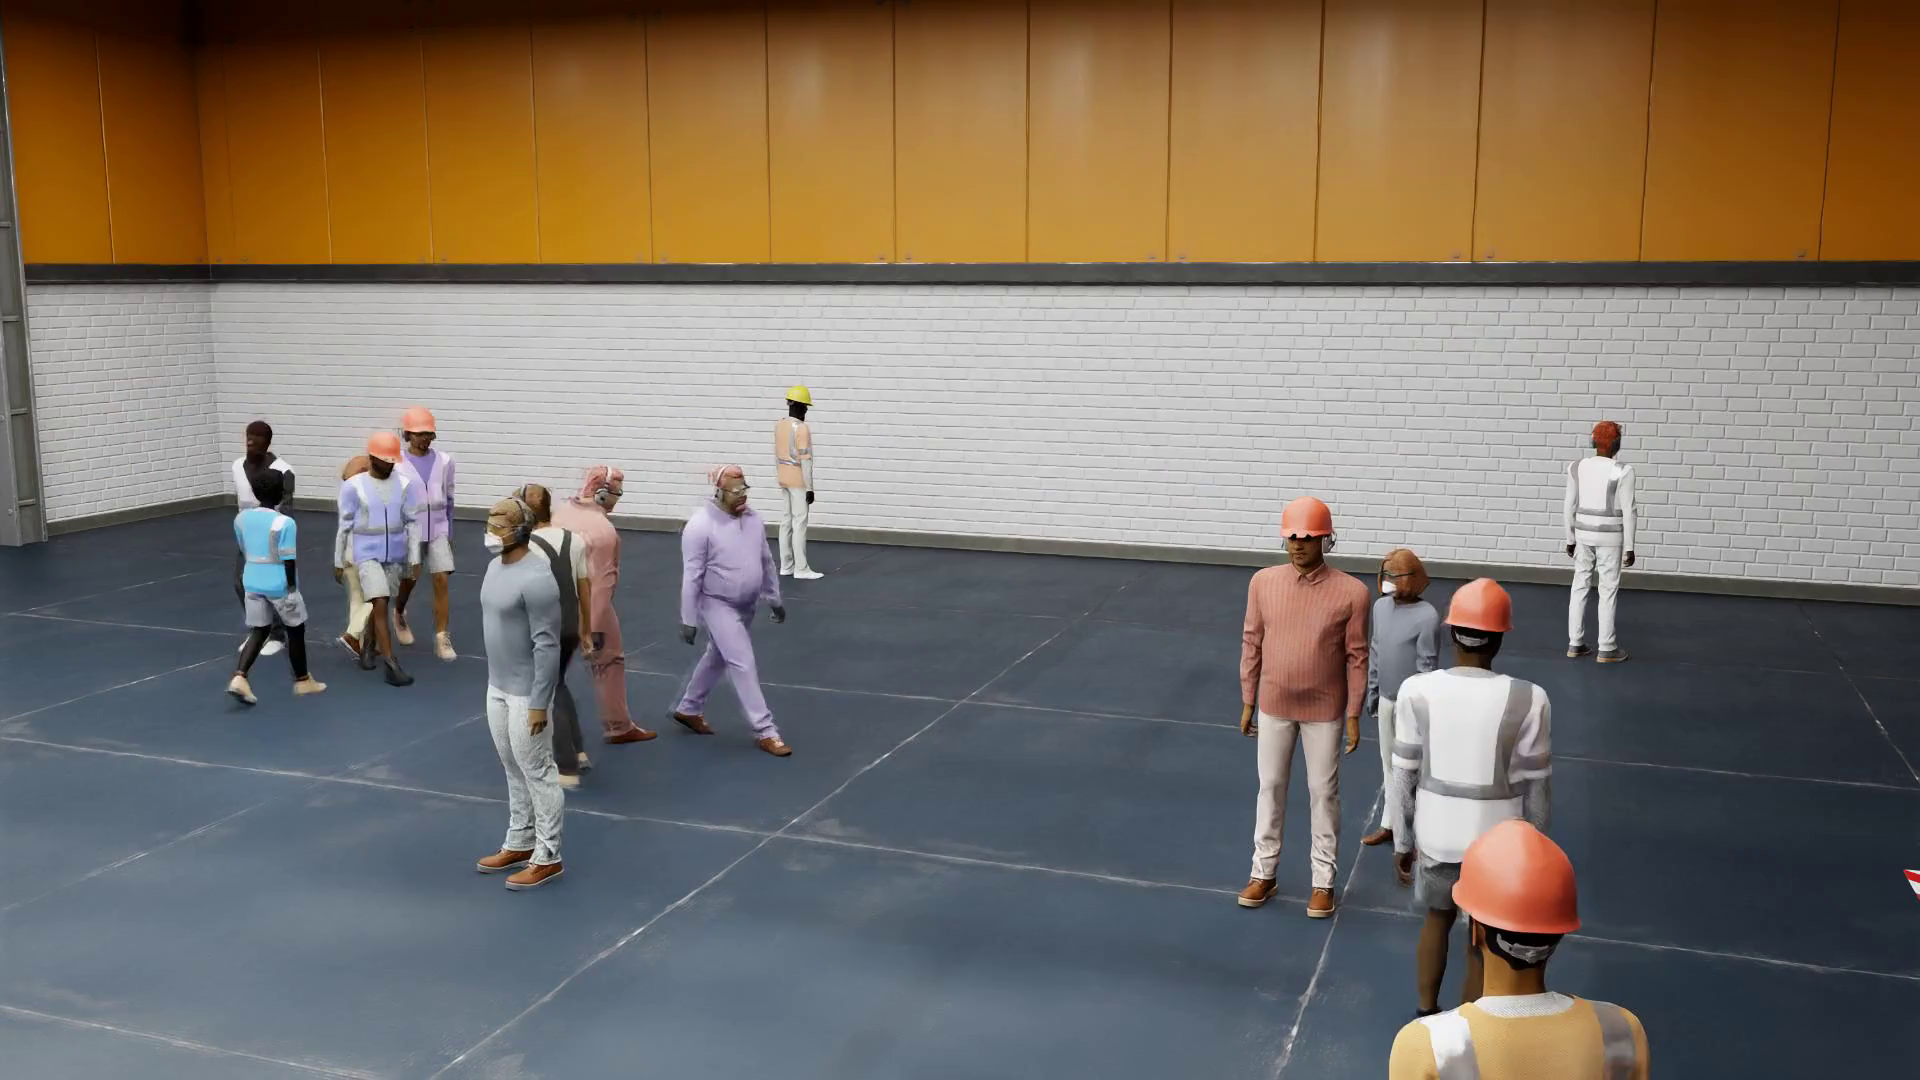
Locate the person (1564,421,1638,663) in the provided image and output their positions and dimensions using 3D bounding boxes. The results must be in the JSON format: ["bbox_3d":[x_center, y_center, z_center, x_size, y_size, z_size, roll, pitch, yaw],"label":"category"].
[{"bbox_3d":[4.998,0.012,12.980,0.346,1.882,0.584,-7,12,-38],"label":"person"}]

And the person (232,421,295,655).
[{"bbox_3d":[-5.463,-0.005,13.113,0.622,1.879,0.456,2,9,15],"label":"person"}]

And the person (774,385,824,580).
[{"bbox_3d":[-1.612,-0.568,16.466,0.373,1.920,0.585,-7,11,-36],"label":"person"}]

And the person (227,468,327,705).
[{"bbox_3d":[-4.835,0.326,11.667,0.538,1.673,0.713,3,10,20],"label":"person"}]

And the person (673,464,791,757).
[{"bbox_3d":[-1.488,0.416,10.620,0.999,1.851,0.732,6,11,33],"label":"person"}]

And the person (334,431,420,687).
[{"bbox_3d":[-4.360,0.107,12.431,0.584,1.879,0.984,-8,12,-42],"label":"person"}]

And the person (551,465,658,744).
[{"bbox_3d":[-2.377,0.451,10.399,0.635,1.844,0.970,8,12,41],"label":"person"}]

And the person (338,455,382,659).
[{"bbox_3d":[-4.690,0.148,12.974,0.496,1.616,0.405,7,11,37],"label":"person"}]

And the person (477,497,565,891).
[{"bbox_3d":[-2.186,0.748,8.242,0.368,1.940,0.633,-7,12,-39],"label":"person"}]

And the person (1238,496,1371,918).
[{"bbox_3d":[1.612,0.781,7.865,0.608,1.995,0.377,4,10,25],"label":"person"}]

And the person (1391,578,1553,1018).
[{"bbox_3d":[1.885,1.098,6.150,0.559,1.921,0.450,5,11,31],"label":"person"}]

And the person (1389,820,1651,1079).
[{"bbox_3d":[1.107,1.524,3.427,0.543,1.940,0.361,-1,9,-9],"label":"person"}]

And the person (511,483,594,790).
[{"bbox_3d":[-2.413,0.568,9.742,0.472,1.819,0.509,7,12,38],"label":"person"}]

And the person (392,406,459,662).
[{"bbox_3d":[-4.312,-0.077,13.199,0.617,2.007,0.990,-7,11,-37],"label":"person"}]

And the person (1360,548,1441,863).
[{"bbox_3d":[2.292,0.846,8.623,0.307,1.623,0.501,-4,10,-24],"label":"person"}]
